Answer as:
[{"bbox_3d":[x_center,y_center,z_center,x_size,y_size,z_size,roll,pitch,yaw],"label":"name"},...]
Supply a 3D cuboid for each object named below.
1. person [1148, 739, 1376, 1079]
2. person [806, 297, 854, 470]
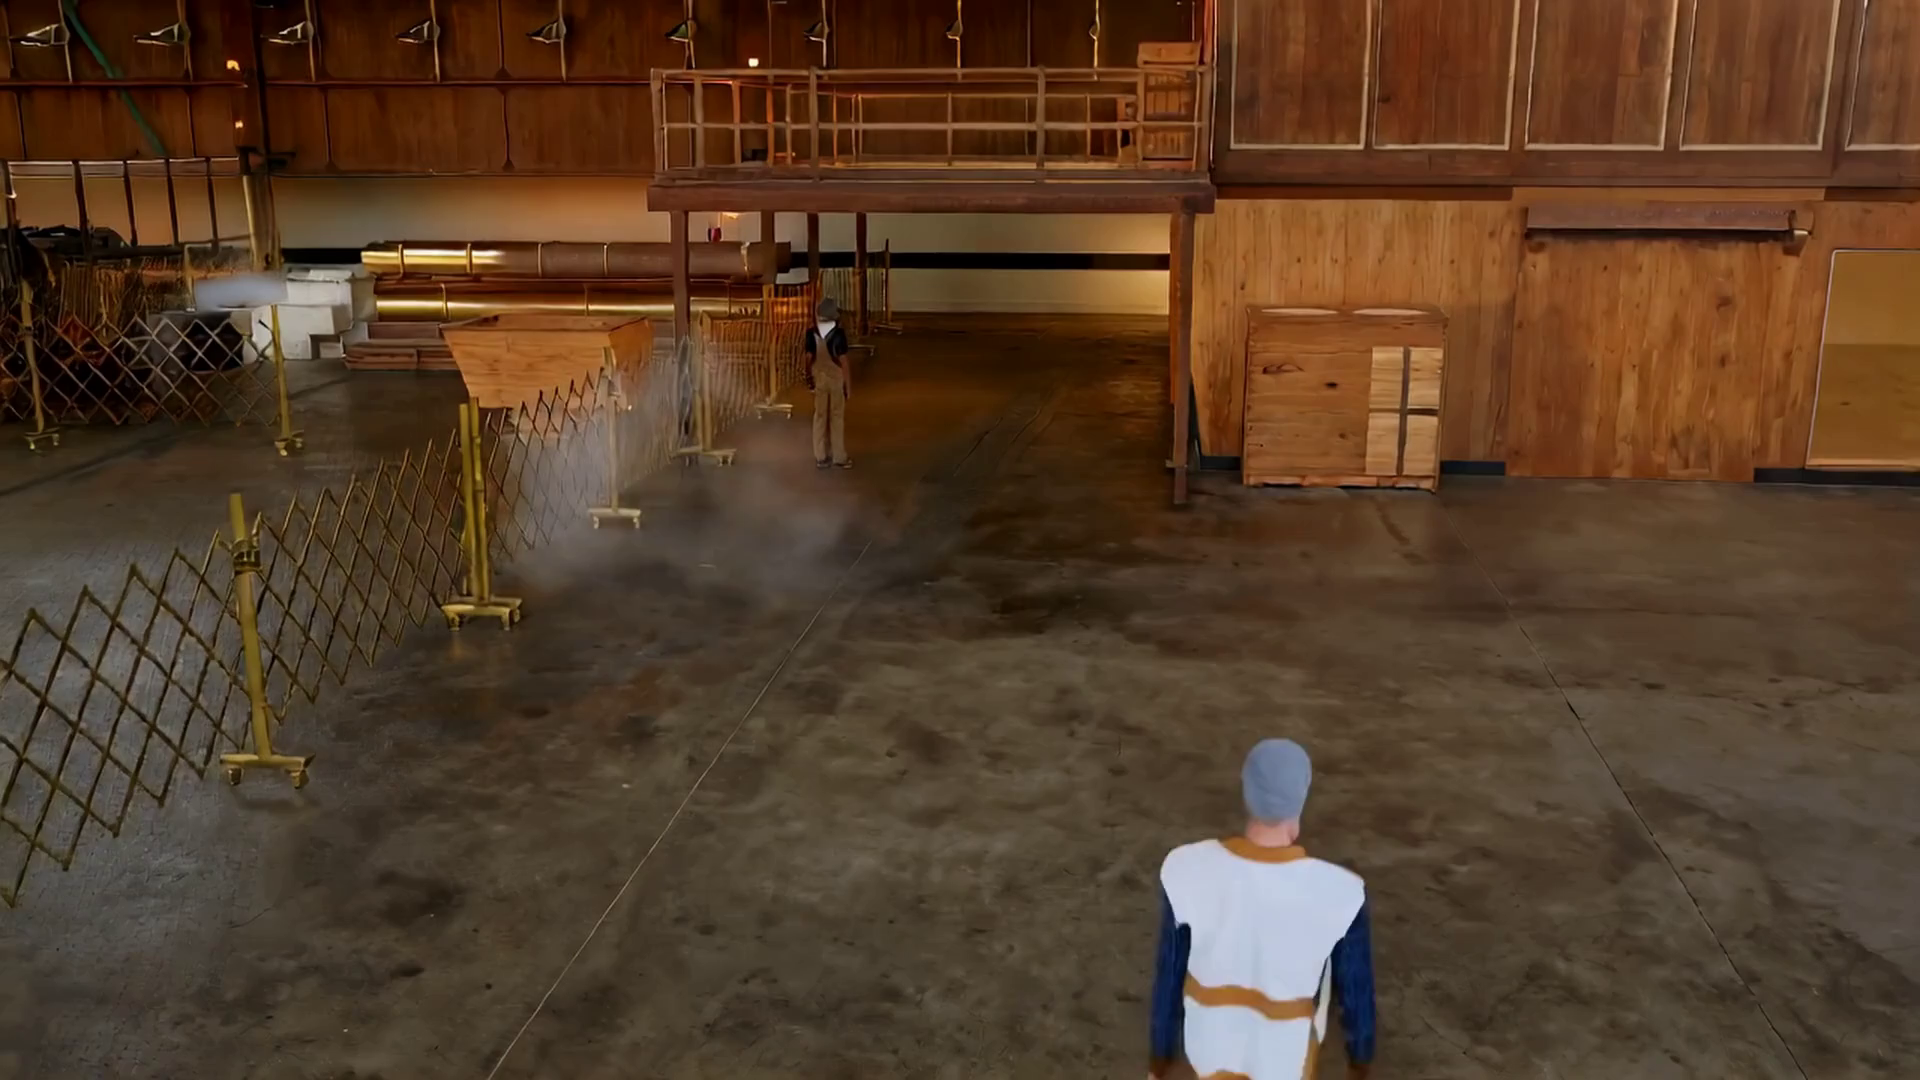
[{"bbox_3d":[0.908,1.467,4.887,0.616,1.872,0.954,6,15,23],"label":"person"},{"bbox_3d":[-1.389,-1.673,17.784,0.514,1.845,0.338,6,15,25],"label":"person"}]
